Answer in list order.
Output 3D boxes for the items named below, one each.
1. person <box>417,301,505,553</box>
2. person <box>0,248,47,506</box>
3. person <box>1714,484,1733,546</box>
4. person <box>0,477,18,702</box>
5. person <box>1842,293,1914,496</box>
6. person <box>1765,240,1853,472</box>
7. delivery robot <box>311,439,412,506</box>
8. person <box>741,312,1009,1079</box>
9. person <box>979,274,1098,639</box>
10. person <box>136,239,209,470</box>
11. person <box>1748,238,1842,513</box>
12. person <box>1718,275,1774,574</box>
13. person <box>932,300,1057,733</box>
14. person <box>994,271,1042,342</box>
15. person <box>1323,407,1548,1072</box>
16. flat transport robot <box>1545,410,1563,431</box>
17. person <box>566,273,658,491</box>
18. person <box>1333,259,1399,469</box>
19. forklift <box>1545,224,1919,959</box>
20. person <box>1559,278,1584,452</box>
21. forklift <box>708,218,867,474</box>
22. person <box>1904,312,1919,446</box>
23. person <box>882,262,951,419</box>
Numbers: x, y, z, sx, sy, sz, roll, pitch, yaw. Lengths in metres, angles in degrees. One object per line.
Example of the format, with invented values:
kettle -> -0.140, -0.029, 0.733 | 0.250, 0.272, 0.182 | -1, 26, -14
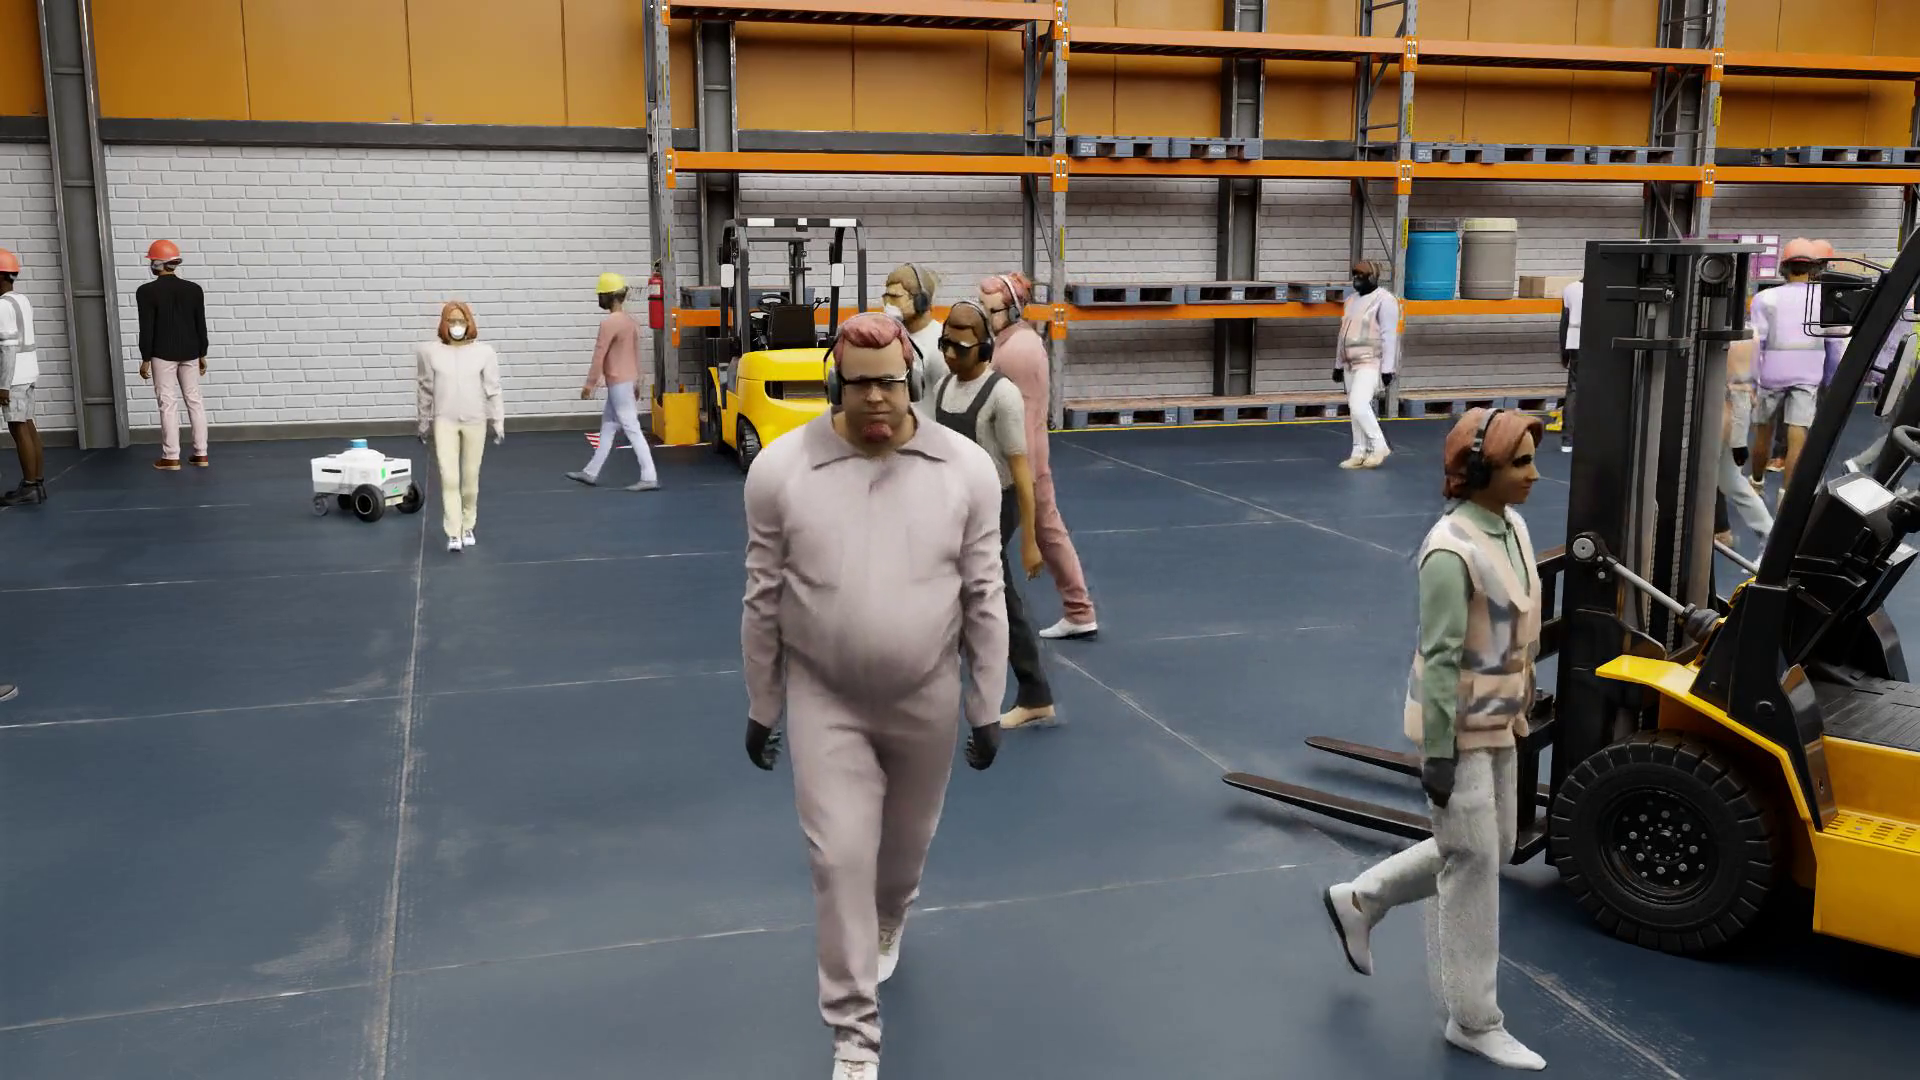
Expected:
person -> -3.190, -0.718, 10.677 | 0.530, 1.598, 0.784 | -4, 11, -23
person -> -7.169, -1.226, 12.568 | 0.352, 1.942, 0.545 | -3, 11, -16
person -> 4.599, -0.956, 10.812 | 1.005, 2.000, 0.696 | 1, 10, 7
person -> -4.373, -0.184, 7.191 | 0.591, 1.825, 0.403 | 9, 14, 40
person -> 7.207, -1.245, 12.824 | 0.636, 1.891, 0.606 | 0, 10, -1
person -> 7.265, -1.554, 14.213 | 0.612, 1.995, 0.393 | 8, 13, 36
delivery robot -> -4.341, -0.486, 12.057 | 0.707, 0.478, 0.477 | 4, 11, 22
person -> -0.213, 0.358, 4.137 | 0.648, 1.860, 0.967 | -2, 10, -8
person -> 0.224, -0.390, 8.273 | 1.036, 1.837, 0.702 | 2, 10, 9
person -> -6.864, -1.611, 14.518 | 0.369, 1.996, 0.622 | 7, 12, 33
person -> 6.110, -1.199, 12.259 | 0.620, 2.002, 0.953 | 4, 11, 23
person -> 4.526, -0.700, 9.887 | 1.025, 1.874, 0.595 | 2, 11, 11
person -> 0.008, -0.045, 6.532 | 0.993, 1.775, 0.545 | -5, 12, -26
person -> 0.125, -0.515, 8.972 | 0.687, 1.842, 0.422 | -1, 10, -8
person -> 1.207, 0.468, 4.152 | 0.577, 1.628, 0.517 | 7, 13, 35
flat transport robot -> 6.657, -1.290, 17.496 | 0.652, 0.197, 1.431 | 6, 12, 31
person -> -2.810, -1.241, 13.220 | 0.867, 1.726, 0.540 | 1, 10, 7
person -> 3.498, -1.512, 14.447 | 0.447, 1.826, 0.639 | -4, 11, -20
forklift -> 2.909, 0.117, 4.508 | 2.313, 2.155, 1.214 | 9, 14, 40
person -> 5.876, -1.759, 15.555 | 0.371, 1.916, 0.597 | -7, 13, -34
forklift -> -1.522, -1.778, 14.899 | 1.214, 2.155, 2.313 | -3, 11, -17
person -> 7.367, -1.123, 12.361 | 0.687, 1.813, 0.646 | -2, 11, -11
person -> -0.110, -0.333, 7.769 | 0.781, 1.915, 0.628 | -5, 12, -27
